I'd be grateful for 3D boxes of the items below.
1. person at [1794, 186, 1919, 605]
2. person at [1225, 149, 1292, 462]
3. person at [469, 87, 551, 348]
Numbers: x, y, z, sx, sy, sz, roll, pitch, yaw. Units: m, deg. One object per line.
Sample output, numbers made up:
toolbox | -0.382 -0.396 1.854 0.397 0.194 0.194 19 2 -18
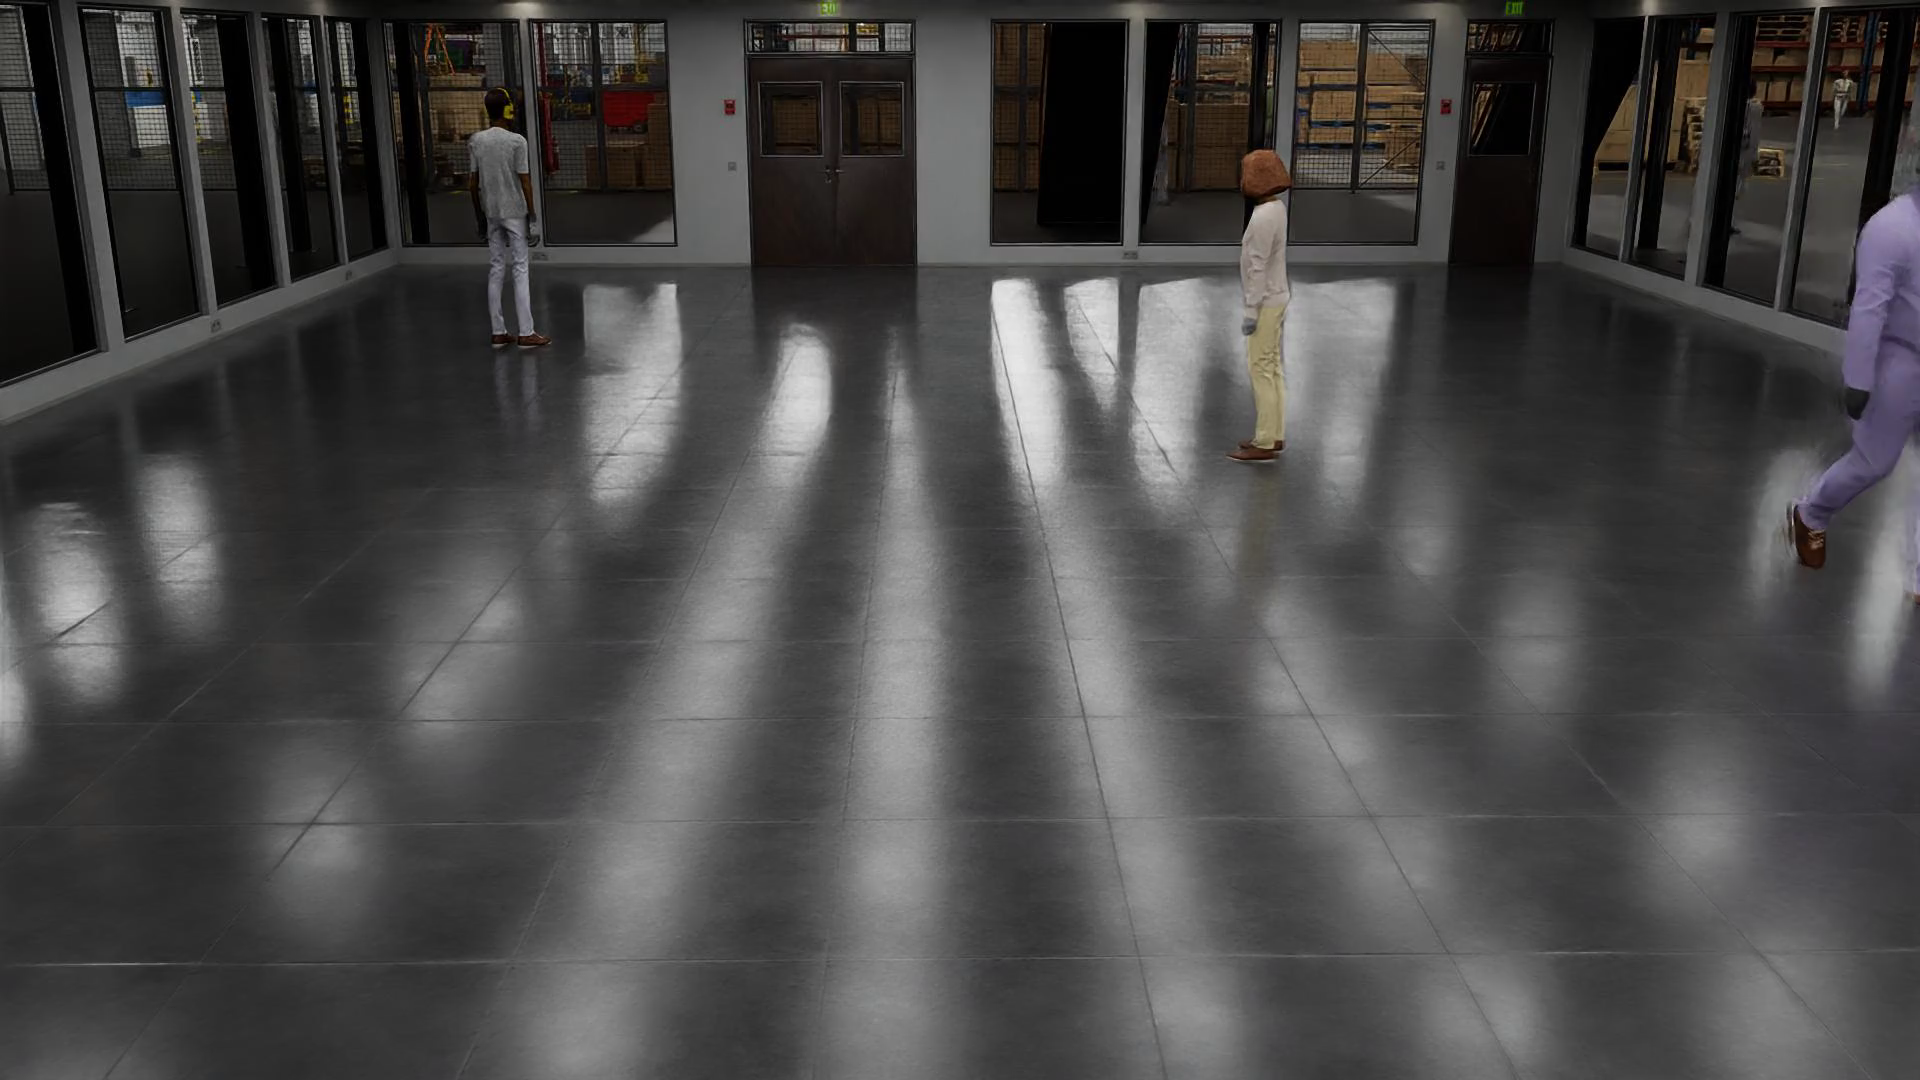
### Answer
person | 3.712 -0.685 6.501 0.652 1.877 0.872 -2 17 -8
person | 1.593 -1.228 8.776 0.279 1.624 0.494 5 17 17
person | -3.301 -2.334 12.126 0.532 1.864 0.310 6 17 20
